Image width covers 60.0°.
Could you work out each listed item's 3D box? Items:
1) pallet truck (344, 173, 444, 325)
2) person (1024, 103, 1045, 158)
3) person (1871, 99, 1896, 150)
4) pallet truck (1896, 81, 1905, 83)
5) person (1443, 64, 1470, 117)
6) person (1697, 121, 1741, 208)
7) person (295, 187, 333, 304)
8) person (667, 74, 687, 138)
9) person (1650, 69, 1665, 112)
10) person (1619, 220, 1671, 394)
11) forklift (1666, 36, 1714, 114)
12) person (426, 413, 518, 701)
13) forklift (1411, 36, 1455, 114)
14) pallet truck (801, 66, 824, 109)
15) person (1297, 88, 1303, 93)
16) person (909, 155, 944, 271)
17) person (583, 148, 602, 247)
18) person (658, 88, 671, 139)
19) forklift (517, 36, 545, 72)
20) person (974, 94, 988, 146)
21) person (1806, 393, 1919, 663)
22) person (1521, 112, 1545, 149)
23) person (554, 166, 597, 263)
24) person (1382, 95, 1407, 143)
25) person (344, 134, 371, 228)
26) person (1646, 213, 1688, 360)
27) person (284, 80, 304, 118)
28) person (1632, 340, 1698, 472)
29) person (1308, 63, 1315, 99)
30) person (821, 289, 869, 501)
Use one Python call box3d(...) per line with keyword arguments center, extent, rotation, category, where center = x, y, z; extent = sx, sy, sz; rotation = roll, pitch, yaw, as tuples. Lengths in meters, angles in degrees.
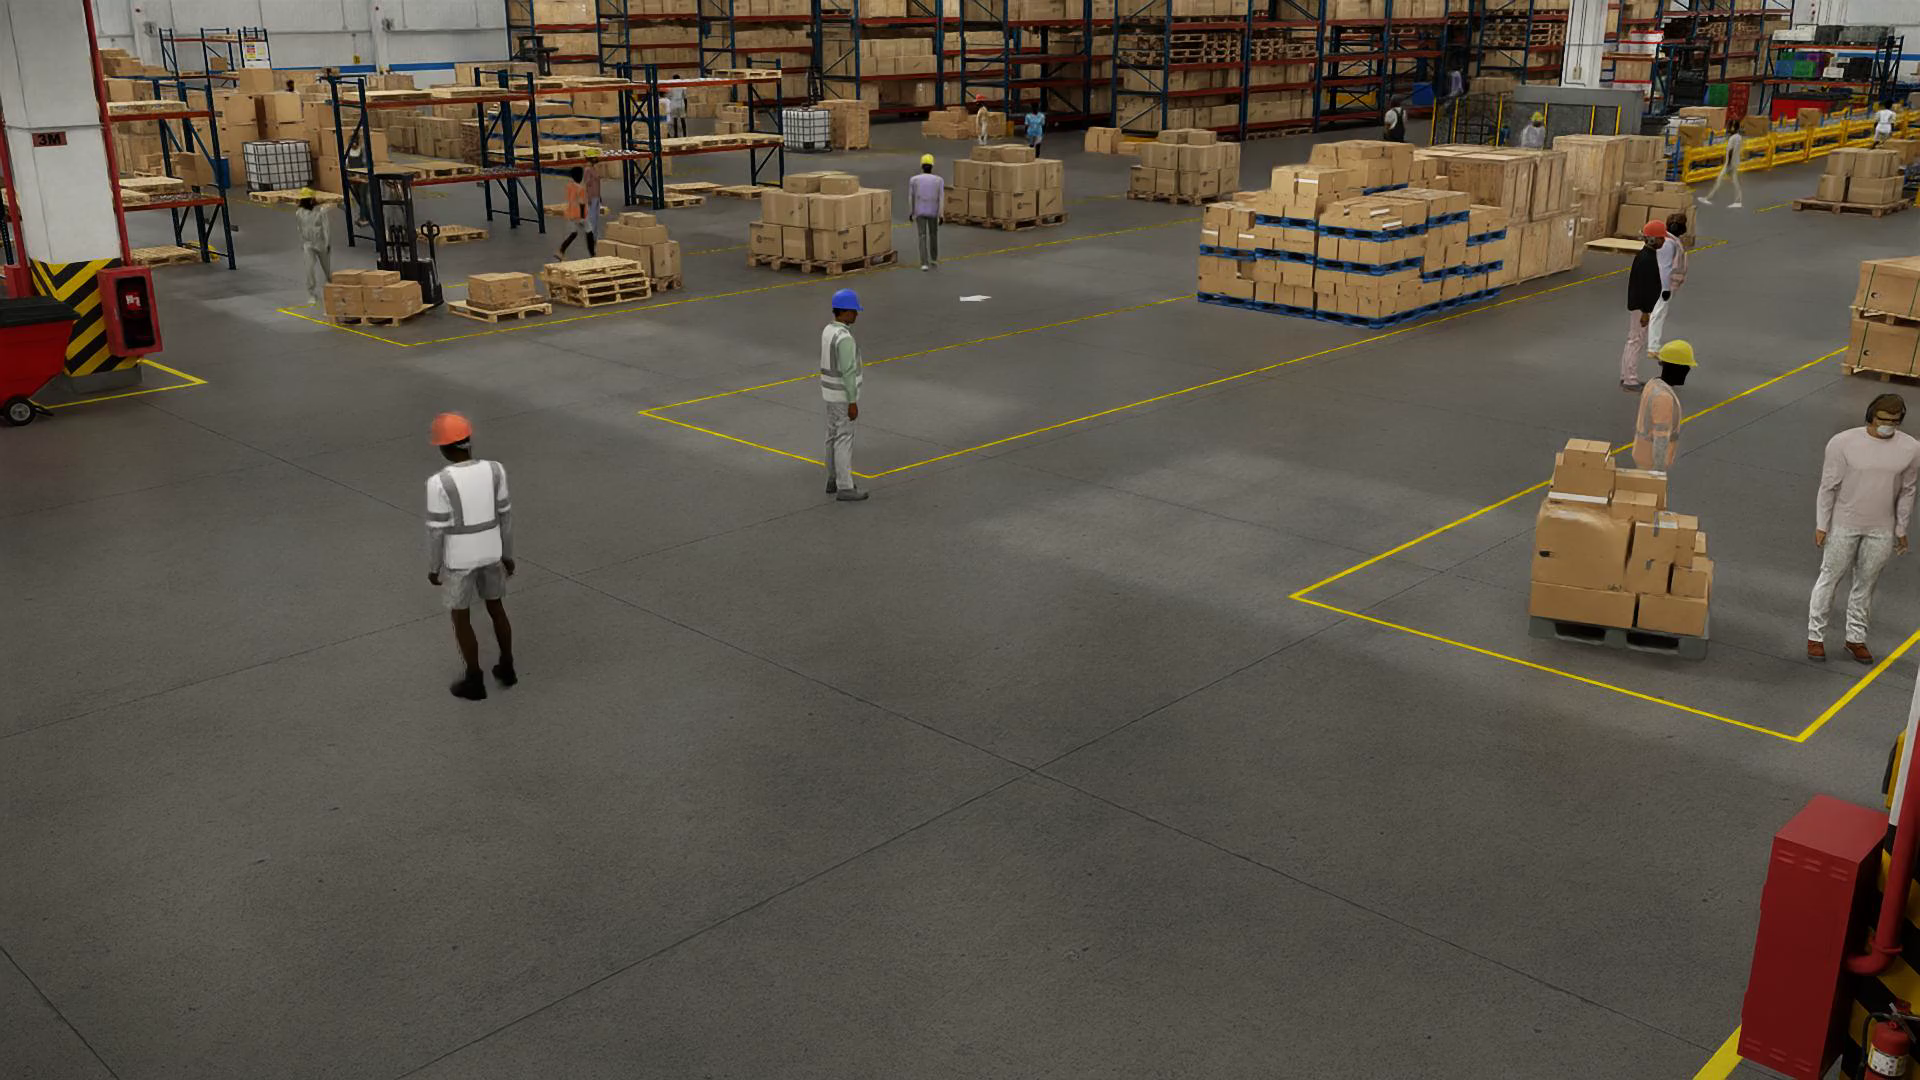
box3d(center=(-8.209, -4.181, 23.757), extent=(0.823, 1.965, 1.885), rotation=(3, 19, 9), category="pallet truck")
box3d(center=(1.983, -10.782, 44.180), extent=(0.543, 1.661, 0.860), rotation=(1, 18, 3), category="person")
box3d(center=(25.023, -11.098, 45.105), extent=(0.695, 1.676, 0.539), rotation=(-17, 25, -42), category="person")
box3d(center=(34.802, -16.331, 61.455), extent=(0.653, 1.274, 1.630), rotation=(17, 25, 41), category="pallet truck")
box3d(center=(18.140, -16.376, 60.689), extent=(1.047, 1.886, 0.649), rotation=(4, 19, 12), category="person")
box3d(center=(16.480, -8.076, 35.757), extent=(0.557, 1.821, 0.977), rotation=(-15, 23, -38), category="person")
box3d(center=(-9.721, -4.477, 25.101), extent=(0.488, 1.708, 0.842), rotation=(-3, 19, -8), category="person")
box3d(center=(-8.840, -13.568, 52.087), extent=(0.610, 1.964, 0.366), rotation=(-6, 19, -18), category="person")
box3d(center=(26.462, -17.047, 63.157), extent=(0.841, 1.587, 0.521), rotation=(-8, 20, -23), category="person")
box3d(center=(7.944, -2.709, 19.325), extent=(0.382, 1.993, 0.622), rotation=(5, 19, 16), category="person")
box3d(center=(27.341, -17.291, 61.877), extent=(1.129, 2.768, 1.873), rotation=(17, 25, 41), category="forklift")
box3d(center=(-3.229, 0.102, 11.007), extent=(0.418, 1.915, 0.598), rotation=(16, 24, 40), category="person")
box3d(center=(18.137, -17.540, 62.626), extent=(1.873, 2.768, 1.129), rotation=(17, 25, 41), category="forklift")
box3d(center=(-4.812, -15.182, 56.903), extent=(0.823, 1.965, 1.885), rotation=(-9, 21, -26), category="pallet truck")
box3d(center=(11.890, -15.812, 59.304), extent=(0.554, 1.662, 0.806), rotation=(15, 24, 39), category="person")
box3d(center=(-0.564, -5.519, 27.979), extent=(0.591, 1.881, 0.962), rotation=(-1, 18, -3), category="person")
box3d(center=(-6.669, -6.255, 30.371), extent=(0.325, 1.766, 0.532), rotation=(3, 19, 10), category="person")
box3d(center=(-8.387, -11.802, 46.843), extent=(0.585, 1.914, 0.564), rotation=(12, 22, 32), category="person")
box3d(center=(-16.076, -17.514, 62.550), extent=(1.873, 2.768, 1.129), rotation=(16, 24, 40), category="forklift")
box3d(center=(0.538, -10.542, 43.018), extent=(0.373, 1.934, 0.551), rotation=(-2, 18, -6), category="person")
box3d(center=(6.249, -0.086, 11.520), extent=(0.627, 1.935, 0.371), rotation=(3, 19, 8), category="person")
box3d(center=(13.337, -9.109, 38.907), extent=(0.603, 1.815, 0.646), rotation=(-6, 19, -19), category="person")
box3d(center=(-6.535, -5.520, 28.301), extent=(0.529, 1.669, 0.759), rotation=(17, 25, 42), category="person")
box3d(center=(10.976, -10.271, 42.038), extent=(0.683, 2.000, 1.058), rotation=(-8, 20, -24), category="person")
box3d(center=(-11.869, -7.048, 32.703), extent=(0.540, 1.793, 0.960), rotation=(1, 18, 3), category="person")
box3d(center=(8.983, -3.225, 21.121), extent=(0.430, 1.845, 0.619), rotation=(8, 20, 23), category="person")
box3d(center=(-20.057, -12.891, 50.185), extent=(0.956, 1.872, 0.623), rotation=(15, 23, 38), category="person")
box3d(center=(5.541, -0.639, 13.200), extent=(0.386, 1.922, 0.594), rotation=(5, 19, 14), category="person")
box3d(center=(14.504, -18.968, 68.447), extent=(0.643, 1.912, 0.410), rotation=(-10, 21, -29), category="person")
box3d(center=(-1.069, -1.331, 15.253), extent=(0.397, 1.942, 0.615), rotation=(-7, 20, -21), category="person")
